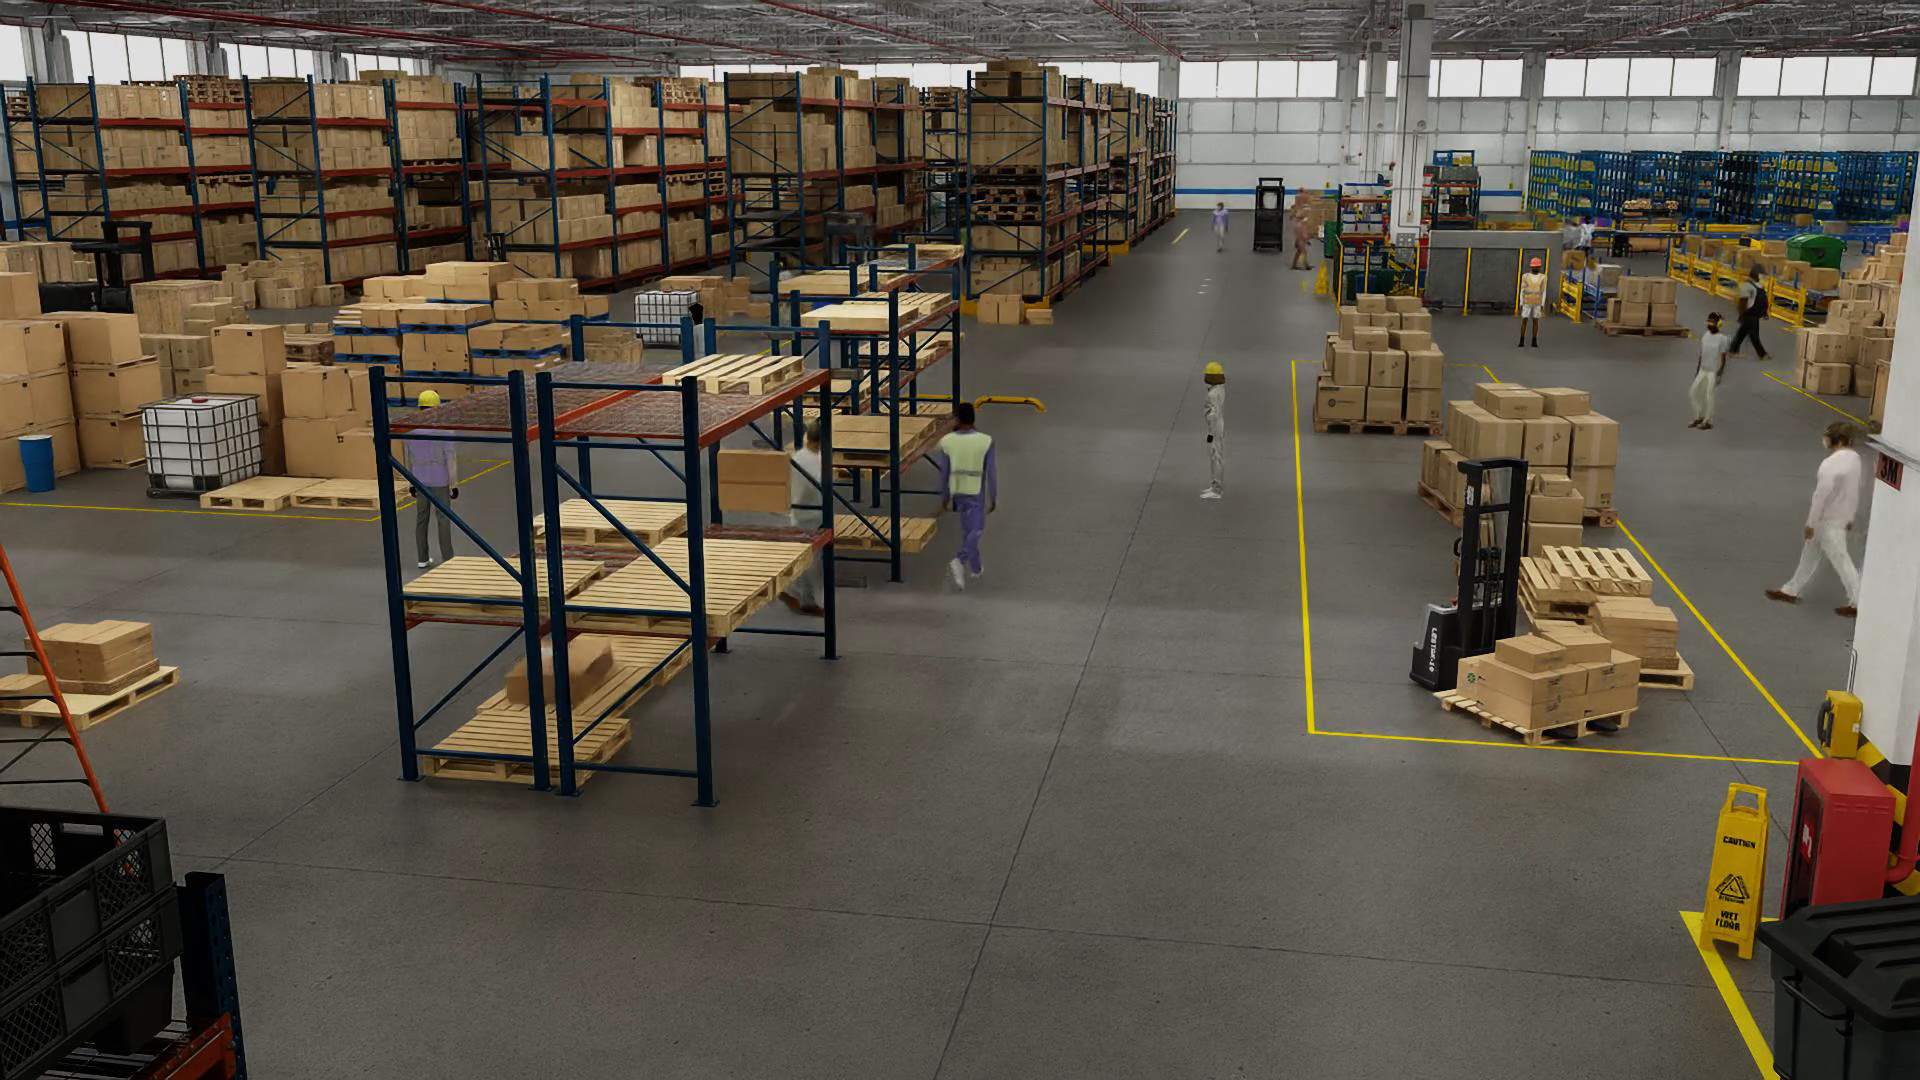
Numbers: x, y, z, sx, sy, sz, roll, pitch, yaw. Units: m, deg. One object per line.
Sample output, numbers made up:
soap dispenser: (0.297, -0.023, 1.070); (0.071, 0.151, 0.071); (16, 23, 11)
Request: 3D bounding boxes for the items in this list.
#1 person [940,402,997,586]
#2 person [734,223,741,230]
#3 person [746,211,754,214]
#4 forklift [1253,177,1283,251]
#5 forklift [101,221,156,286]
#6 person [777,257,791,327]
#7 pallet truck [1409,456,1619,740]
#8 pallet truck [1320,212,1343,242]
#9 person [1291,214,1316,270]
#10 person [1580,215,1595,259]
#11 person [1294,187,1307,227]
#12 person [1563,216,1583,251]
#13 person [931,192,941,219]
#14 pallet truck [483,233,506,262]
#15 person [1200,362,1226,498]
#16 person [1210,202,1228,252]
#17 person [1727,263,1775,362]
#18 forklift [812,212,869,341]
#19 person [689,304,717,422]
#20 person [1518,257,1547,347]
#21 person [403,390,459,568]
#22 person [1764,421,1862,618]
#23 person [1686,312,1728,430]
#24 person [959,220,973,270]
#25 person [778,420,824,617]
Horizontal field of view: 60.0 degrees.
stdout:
person: (0.061, -0.480, 17.209); (0.597, 1.882, 0.810); (5, 15, 21)
person: (-8.746, -12.158, 65.188); (0.809, 1.592, 0.574); (4, 14, 17)
person: (-9.572, -15.091, 76.502); (0.555, 1.894, 0.945); (0, 14, -1)
forklift: (12.083, -12.747, 64.956); (1.129, 2.768, 1.873); (3, 14, 10)
forklift: (-16.772, -5.071, 33.793); (1.129, 2.768, 1.873); (3, 14, 10)
person: (-3.909, -5.447, 37.452); (0.734, 1.846, 0.526); (4, 14, 14)
pallet truck: (4.504, 0.400, 13.395); (0.823, 1.965, 1.885); (-6, 15, -23)
pallet truck: (15.874, -13.227, 70.310); (0.680, 1.201, 1.601); (10, 17, 35)
person: (11.597, -10.028, 56.018); (0.963, 1.861, 0.655); (7, 15, 25)
person: (22.215, -10.635, 58.863); (0.551, 1.670, 0.708); (-1, 14, -5)
person: (16.461, -16.027, 80.225); (0.642, 1.937, 1.048); (-2, 14, -10)
person: (20.672, -10.021, 56.130); (0.611, 1.787, 0.577); (5, 15, 21)
person: (-1.285, -18.018, 88.676); (0.542, 1.750, 0.374); (2, 14, 8)
pallet truck: (-11.832, -7.026, 43.548); (1.885, 1.965, 0.823); (8, 16, 28)
person: (3.230, -1.404, 21.243); (0.321, 1.743, 0.488); (5, 15, 18)
person: (9.973, -12.054, 64.154); (0.641, 1.905, 0.888); (7, 16, 27)
person: (16.193, -4.670, 33.892); (1.023, 2.000, 0.682); (13, 19, 42)
forklift: (-2.624, -5.975, 37.461); (1.129, 2.768, 1.873); (3, 14, 10)
person: (-4.090, -2.744, 26.239); (0.377, 1.958, 0.600); (13, 19, 42)
person: (12.402, -5.141, 36.015); (0.543, 1.939, 0.360); (4, 14, 14)
person: (-5.643, -0.644, 17.809); (0.585, 1.918, 0.409); (3, 14, 10)
person: (8.443, -0.212, 16.122); (0.644, 1.891, 1.005); (-13, 19, -42)
person: (11.663, -2.627, 25.978); (0.545, 1.852, 0.570); (-7, 15, -25)
person: (0.135, -10.019, 56.384); (0.552, 1.648, 0.843); (-4, 14, -15)
person: (-1.427, -0.196, 16.006); (0.428, 1.901, 0.687); (4, 14, 14)
